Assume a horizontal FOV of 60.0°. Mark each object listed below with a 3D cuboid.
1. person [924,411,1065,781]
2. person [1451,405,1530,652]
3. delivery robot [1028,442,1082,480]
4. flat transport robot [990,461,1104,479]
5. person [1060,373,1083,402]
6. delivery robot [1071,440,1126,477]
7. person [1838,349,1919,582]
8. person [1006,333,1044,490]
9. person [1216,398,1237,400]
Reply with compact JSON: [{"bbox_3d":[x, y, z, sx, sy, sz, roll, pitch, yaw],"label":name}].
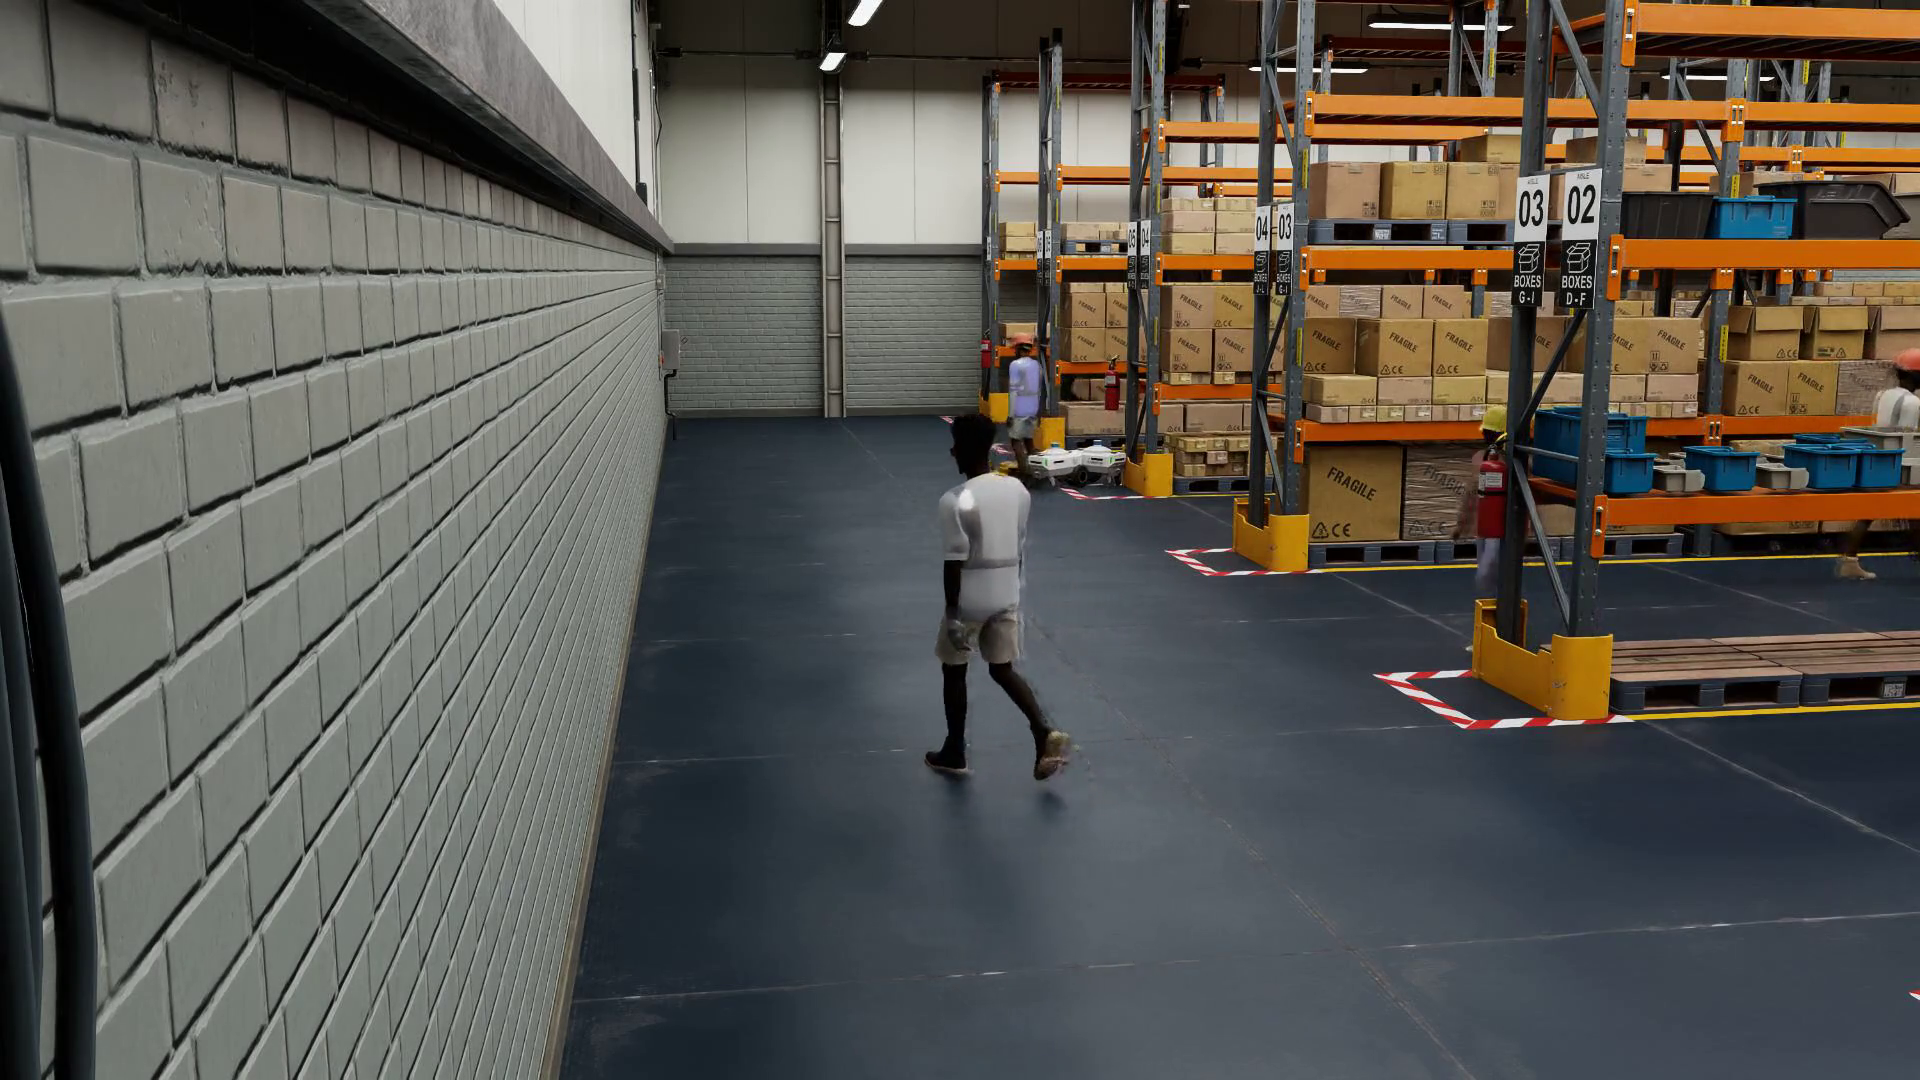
[{"bbox_3d":[0.159,0.306,8.571,0.612,1.940,0.799,-7,12,-38],"label":"person"},{"bbox_3d":[3.653,-0.058,11.425,0.392,1.743,0.575,-3,10,-16],"label":"person"},{"bbox_3d":[1.155,-0.945,20.259,0.477,0.478,0.707,9,13,44],"label":"delivery robot"},{"bbox_3d":[1.084,-0.894,21.104,1.431,0.197,0.652,-6,11,-32],"label":"flat transport robot"},{"bbox_3d":[1.915,-2.909,28.519,0.634,1.903,0.619,-1,9,-4],"label":"person"},{"bbox_3d":[1.697,-0.991,20.537,0.707,0.478,0.477,8,12,42],"label":"delivery robot"},{"bbox_3d":[7.999,-0.611,14.051,1.033,1.987,0.634,1,9,4],"label":"person"},{"bbox_3d":[0.784,-1.546,20.133,0.447,1.901,0.589,8,12,41],"label":"person"},{"bbox_3d":[4.132,-2.521,26.252,0.940,1.872,0.638,-1,9,-8],"label":"person"}]
